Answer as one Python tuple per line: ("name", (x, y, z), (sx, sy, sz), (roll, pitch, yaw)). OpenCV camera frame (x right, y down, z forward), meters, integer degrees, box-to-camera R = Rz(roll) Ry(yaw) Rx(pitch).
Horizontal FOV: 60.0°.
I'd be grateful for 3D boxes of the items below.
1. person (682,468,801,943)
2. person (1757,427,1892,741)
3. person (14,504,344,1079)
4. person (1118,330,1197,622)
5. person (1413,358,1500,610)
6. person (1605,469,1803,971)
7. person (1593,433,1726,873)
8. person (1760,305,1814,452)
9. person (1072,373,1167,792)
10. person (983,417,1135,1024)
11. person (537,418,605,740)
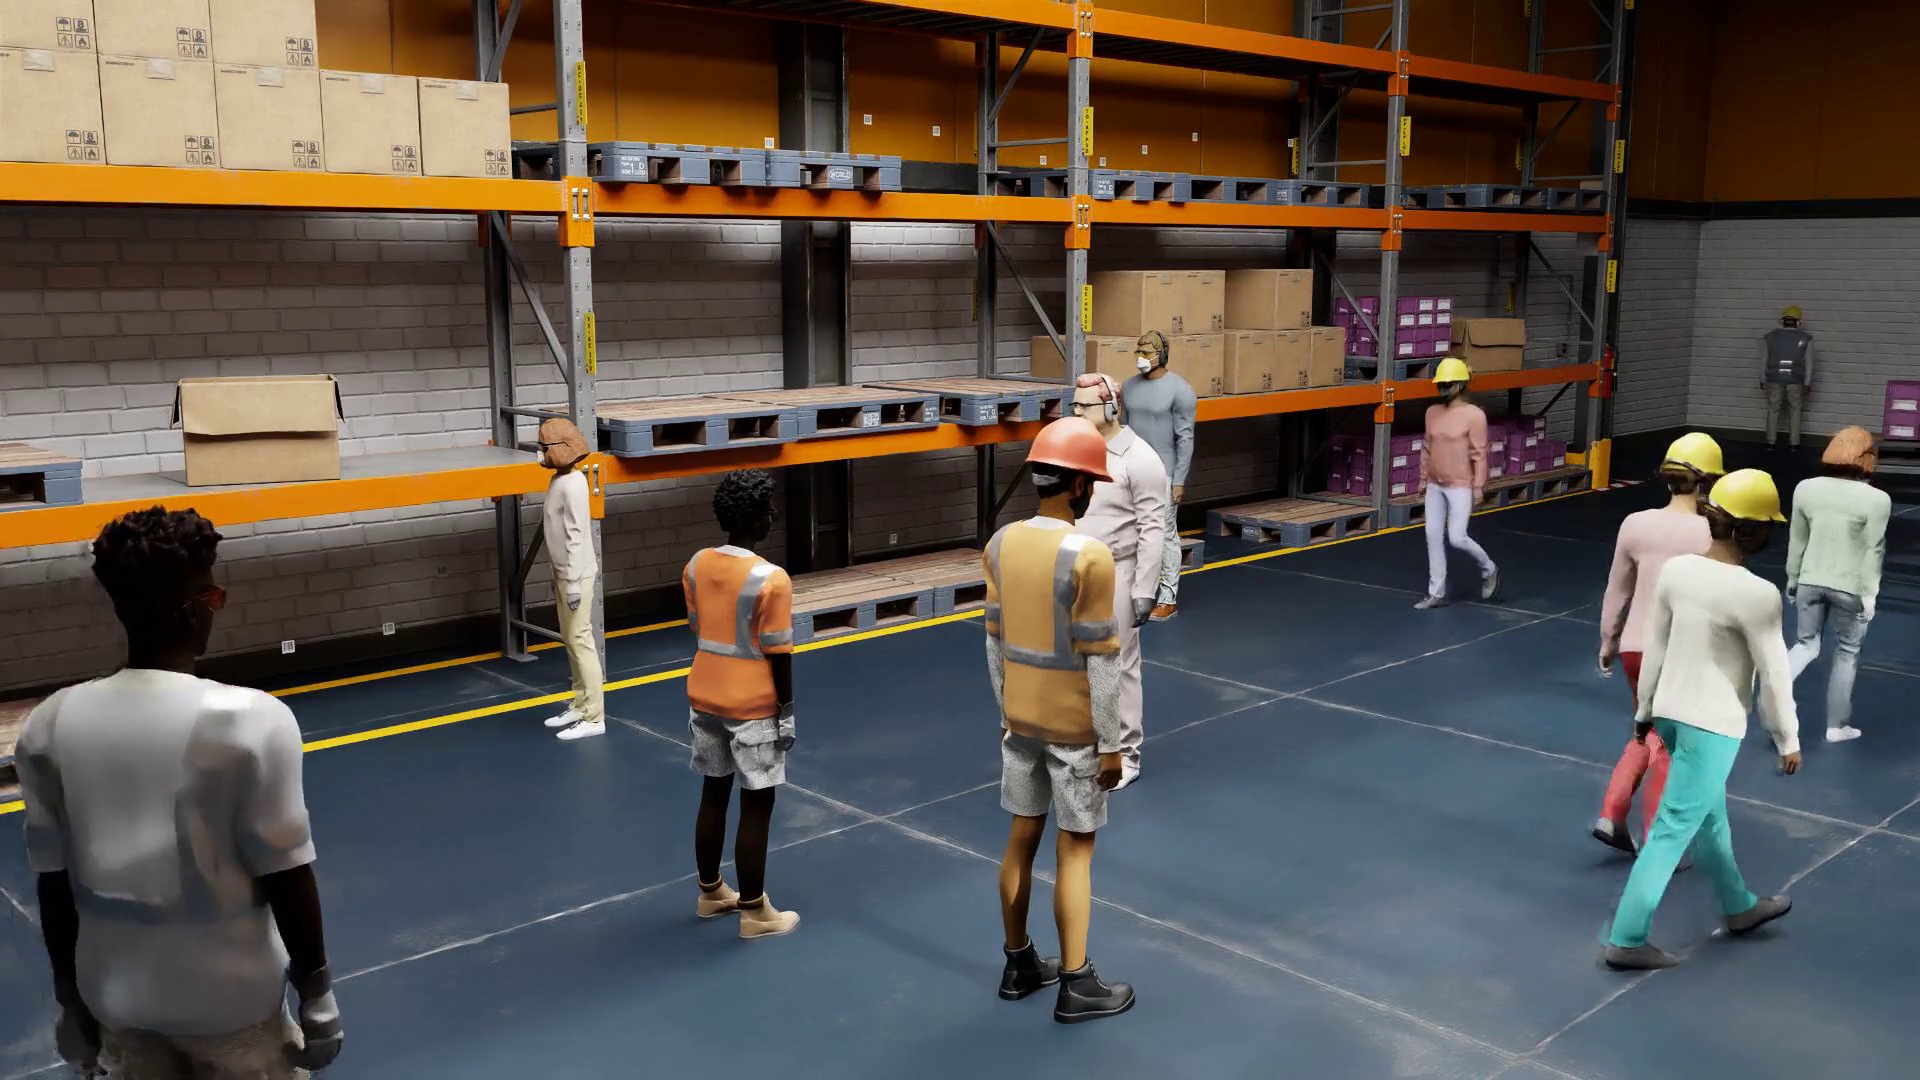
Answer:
("person", (-0.777, 0.585, 5.947), (0.530, 1.689, 0.321), (8, 13, 41))
("person", (4.268, 0.243, 8.206), (0.649, 1.611, 0.498), (-6, 11, -32))
("person", (-1.590, 0.898, 3.351), (0.618, 1.949, 0.730), (3, 10, 15))
("person", (1.282, -0.428, 11.147), (0.372, 1.940, 0.632), (-10, 14, -44))
("person", (3.423, -0.383, 11.440), (0.550, 1.750, 0.530), (-6, 11, -29))
("person", (2.604, 0.617, 5.664), (0.881, 1.719, 0.545), (-2, 10, -13))
("person", (2.805, 0.453, 6.545), (0.393, 1.748, 0.561), (-5, 11, -26))
("person", (10.269, -2.000, 20.676), (0.612, 1.824, 0.413), (6, 11, 31))
("person", (0.618, 0.190, 7.621), (0.403, 1.906, 0.651), (-9, 13, -43))
("person", (0.324, 0.571, 5.325), (0.369, 1.929, 0.542), (-9, 13, -41))
("person", (-1.983, 0.192, 8.437), (0.281, 1.625, 0.493), (-4, 10, -21))
